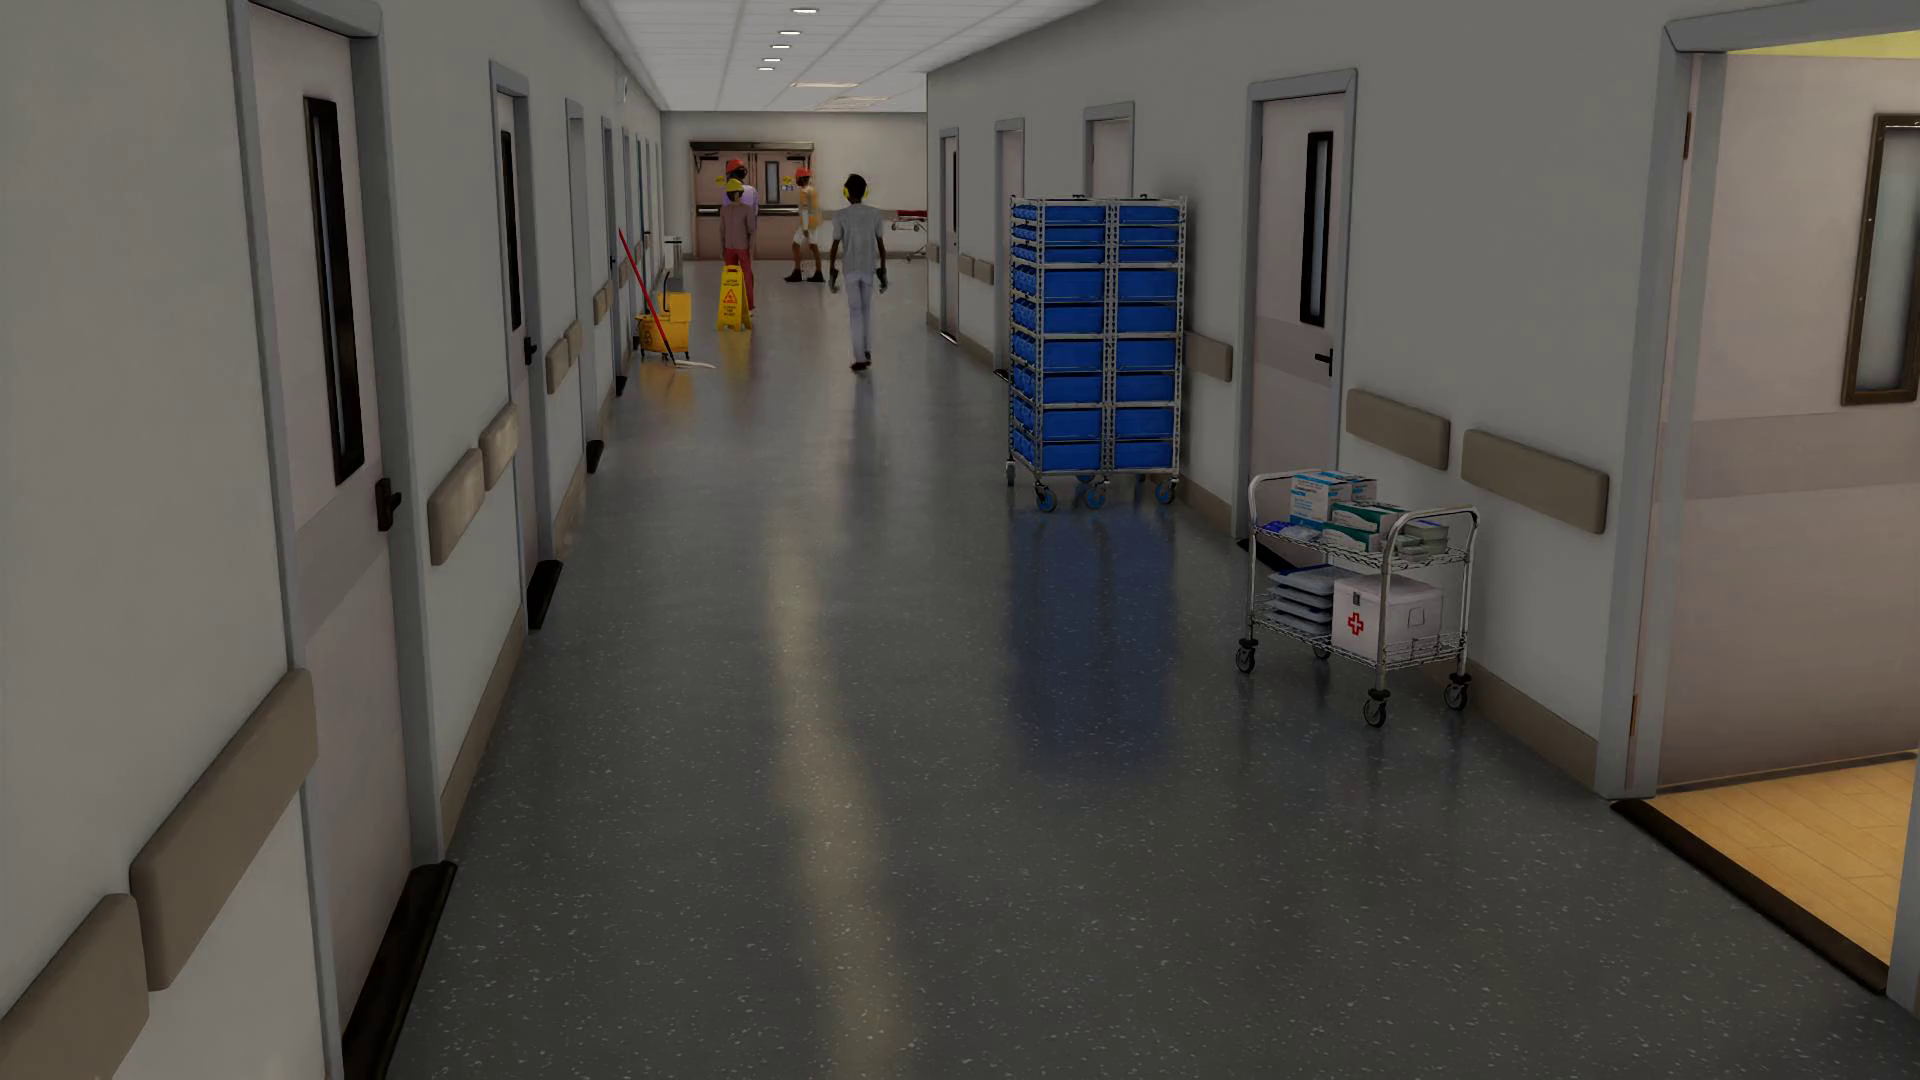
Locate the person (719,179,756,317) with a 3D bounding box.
[{"bbox_3d":[-2.867,-3.744,21.391,0.526,1.769,0.329,6,14,25],"label":"person"}]

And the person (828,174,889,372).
[{"bbox_3d":[-0.986,-2.536,15.823,0.563,1.852,0.527,-5,14,-21],"label":"person"}]

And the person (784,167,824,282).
[{"bbox_3d":[-2.642,-5.271,27.862,0.771,1.909,0.570,4,13,17],"label":"person"}]

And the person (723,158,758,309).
[{"bbox_3d":[-3.011,-4.147,22.606,0.410,2.028,0.618,9,16,36],"label":"person"}]
